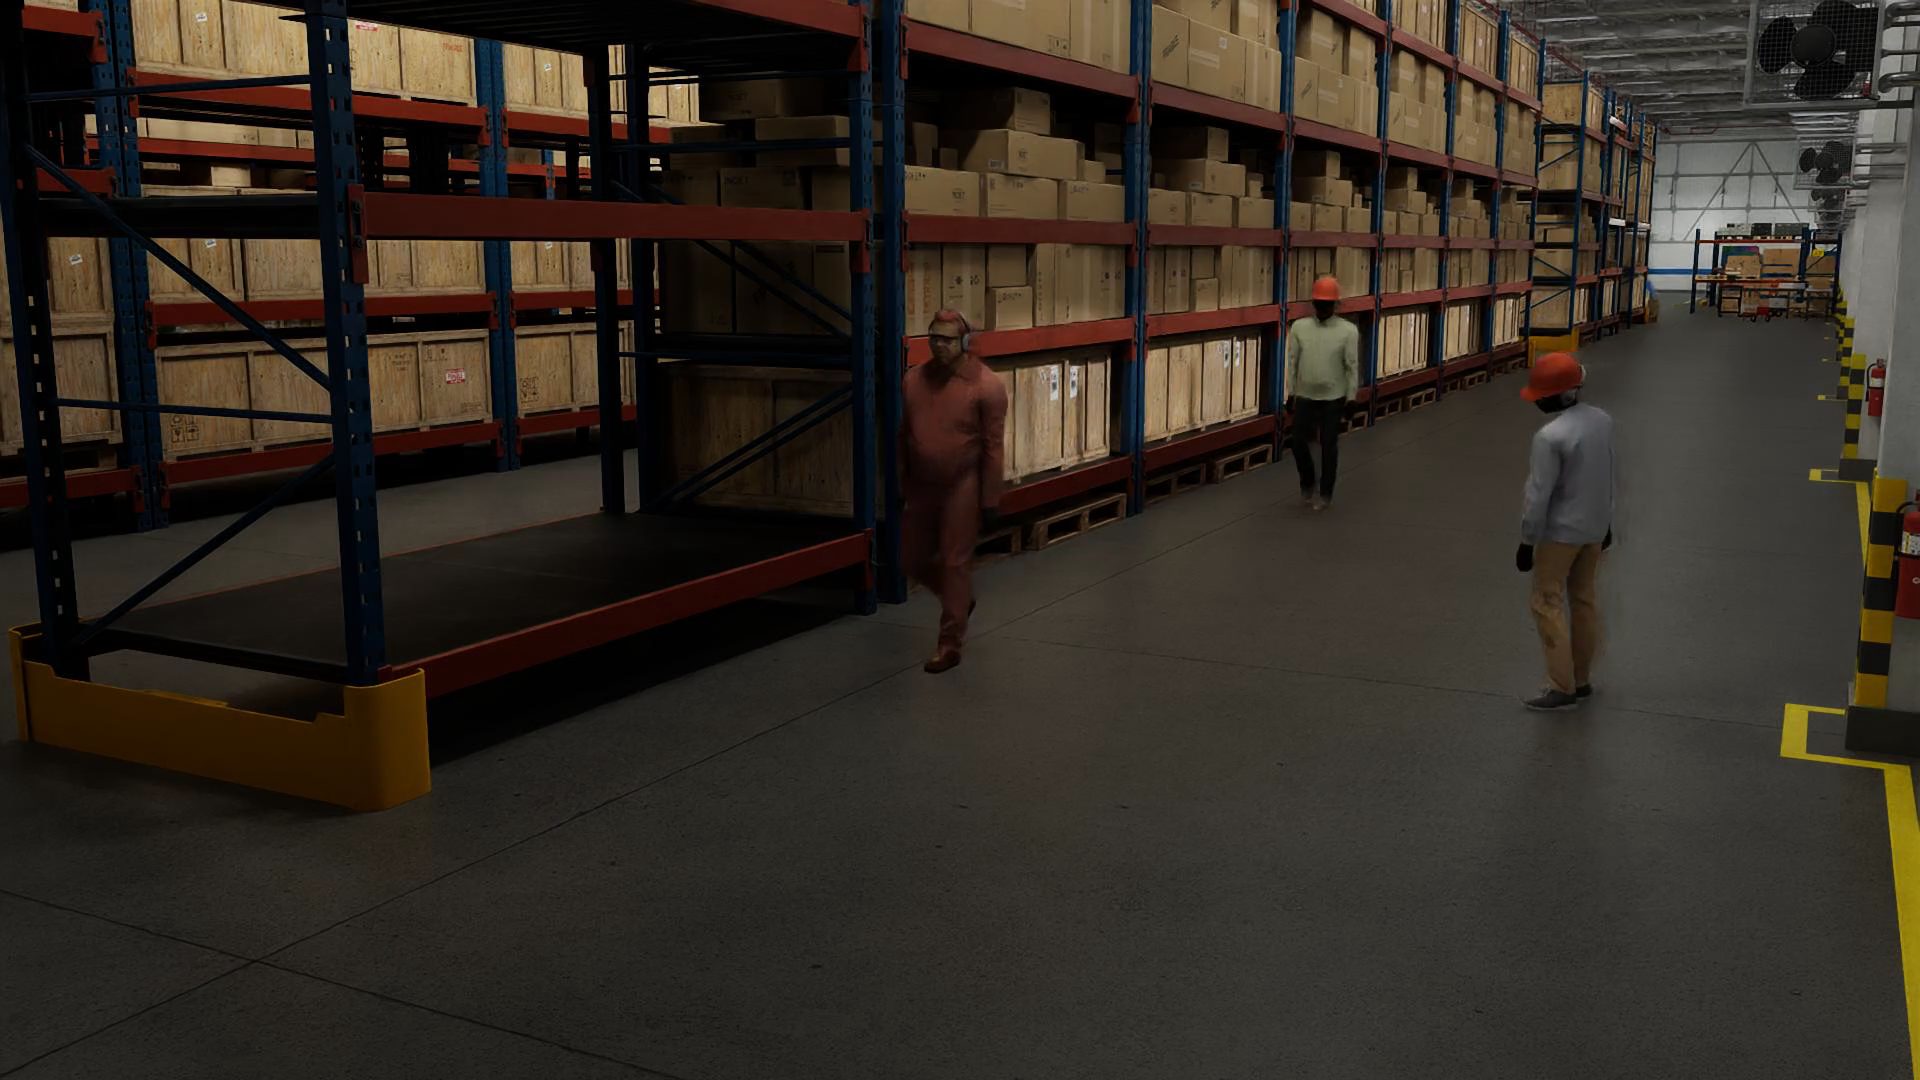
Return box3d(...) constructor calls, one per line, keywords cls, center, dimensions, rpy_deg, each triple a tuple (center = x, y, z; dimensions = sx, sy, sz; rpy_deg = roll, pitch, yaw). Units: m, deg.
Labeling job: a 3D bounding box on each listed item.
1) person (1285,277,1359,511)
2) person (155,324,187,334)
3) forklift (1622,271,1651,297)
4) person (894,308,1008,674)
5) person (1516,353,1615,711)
box3d(cls="person", center=(3.048, -1.223, 14.036), dimensions=(0.644, 1.971, 0.459), rpy_deg=(5, 11, 29))
box3d(cls="person", center=(-8.282, -1.665, 17.328), dimensions=(0.505, 1.724, 0.551), rpy_deg=(4, 10, 21))
box3d(cls="forklift", center=(25.439, -10.233, 63.591), dimensions=(1.873, 2.768, 1.129), rpy_deg=(5, 11, 27))
box3d(cls="person", center=(-0.052, -0.271, 8.748), dimensions=(0.669, 1.892, 0.548), rpy_deg=(6, 12, 33))
box3d(cls="person", center=(2.932, -0.046, 8.024), dimensions=(0.640, 1.706, 0.327), rpy_deg=(-7, 12, -35))
